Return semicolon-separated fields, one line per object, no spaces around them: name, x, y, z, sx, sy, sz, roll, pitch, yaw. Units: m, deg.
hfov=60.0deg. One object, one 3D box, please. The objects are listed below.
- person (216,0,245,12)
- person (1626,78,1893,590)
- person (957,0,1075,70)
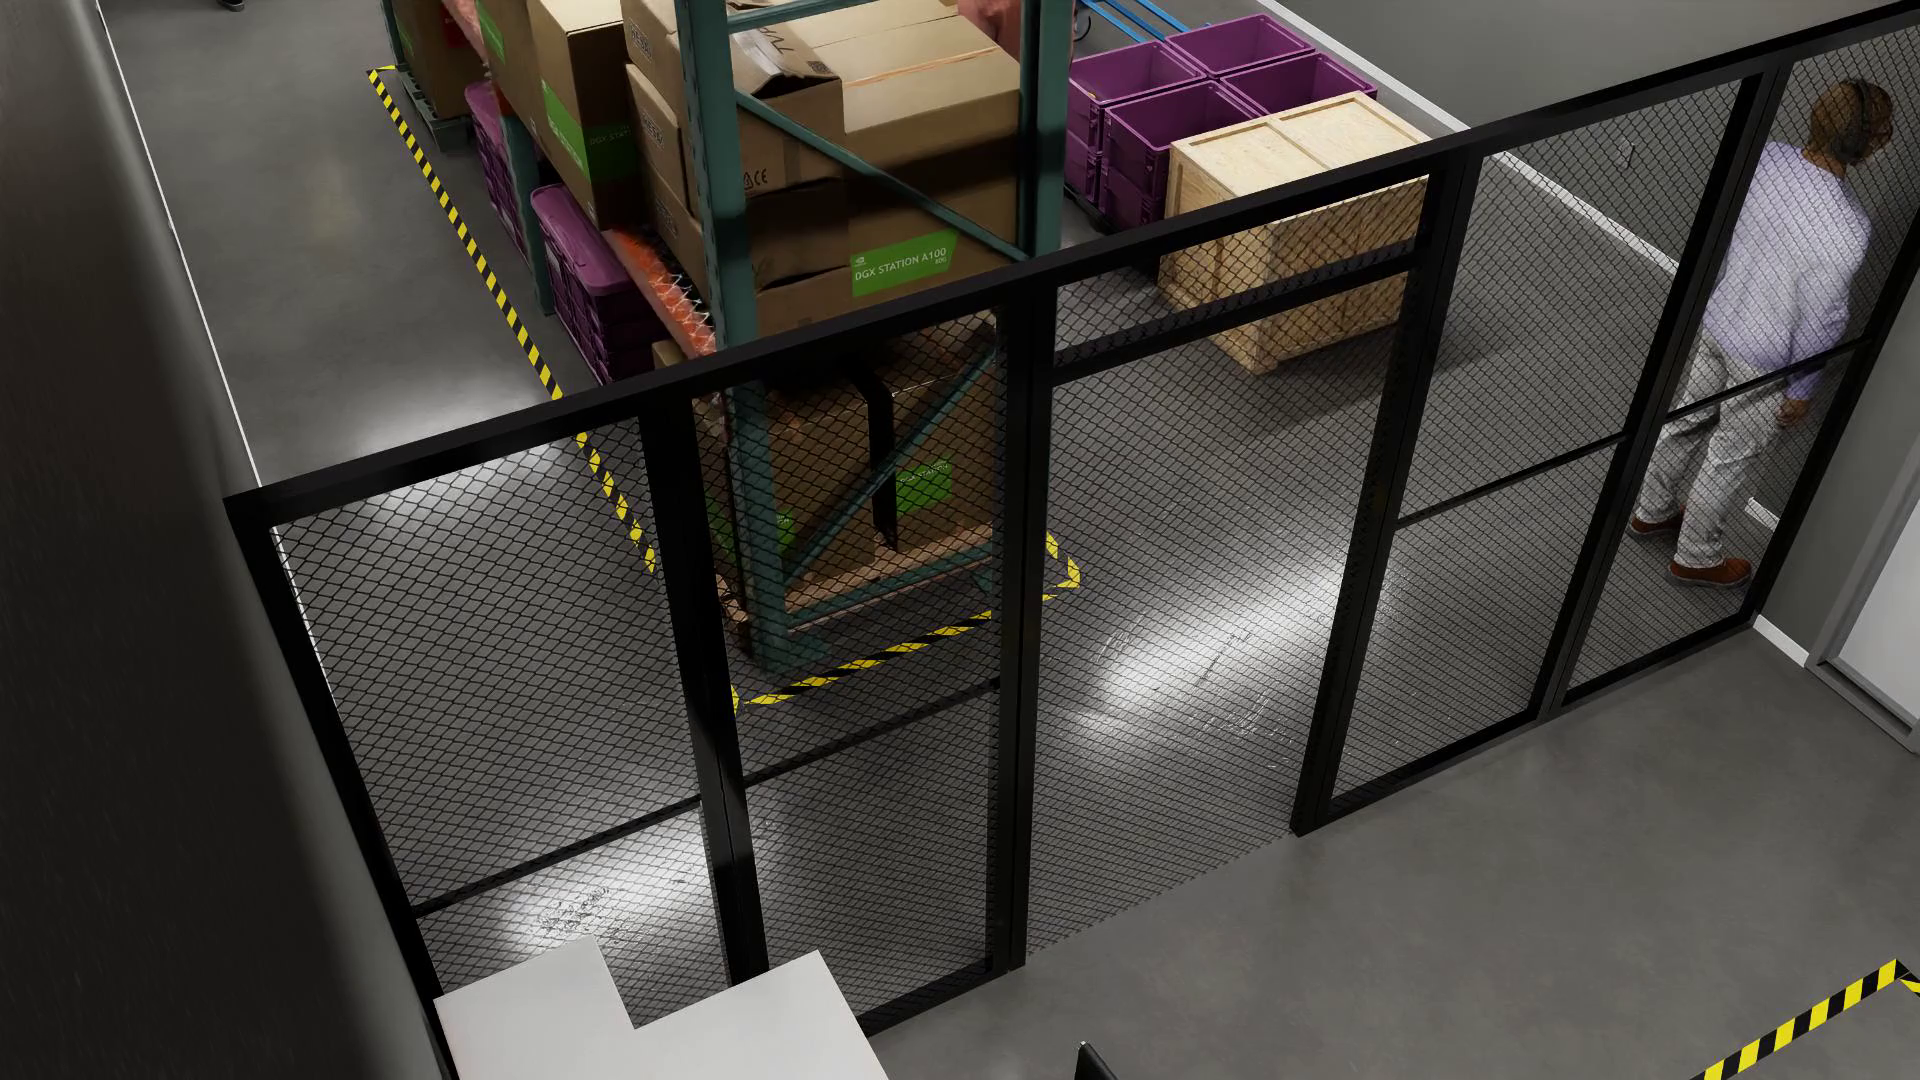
person;-4.210;-3.888;9.284;0.588;1.823;0.403;-25;48;-25
person;2.725;-0.669;5.678;0.372;1.940;0.631;-8;43;-9
person;0.204;-1.821;6.897;0.622;1.990;0.397;-31;51;-30
